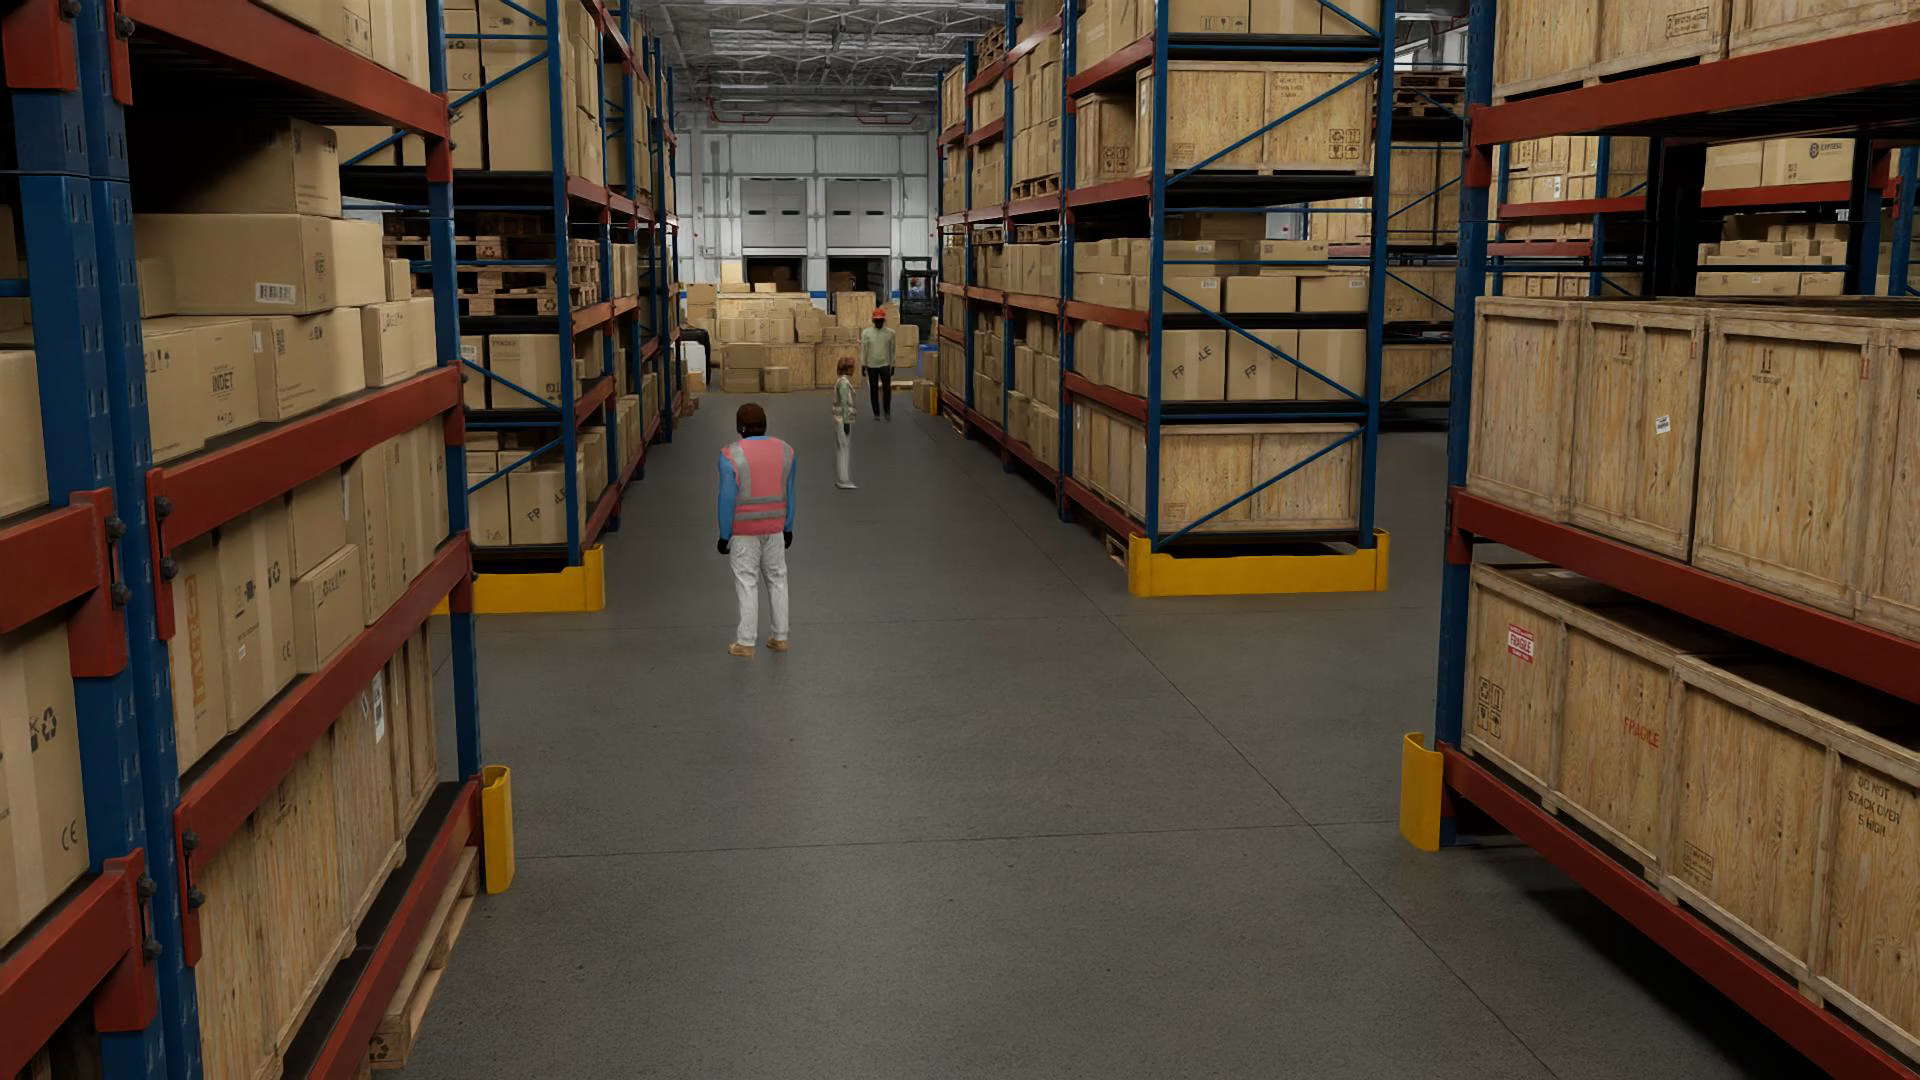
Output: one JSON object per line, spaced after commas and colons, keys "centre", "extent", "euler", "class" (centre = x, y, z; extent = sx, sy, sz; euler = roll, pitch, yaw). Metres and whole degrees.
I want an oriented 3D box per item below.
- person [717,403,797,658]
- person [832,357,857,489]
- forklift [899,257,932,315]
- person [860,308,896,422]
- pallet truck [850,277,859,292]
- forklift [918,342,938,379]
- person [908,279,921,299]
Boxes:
{"centre": [-1.480, -0.071, 12.007], "extent": [0.633, 1.839, 0.429], "euler": [-7, 12, -36], "class": "person"}
{"centre": [-1.429, -1.454, 20.649], "extent": [0.310, 1.636, 0.523], "euler": [-1, 10, -6], "class": "person"}
{"centre": [-1.335, -7.260, 50.832], "extent": [1.129, 2.768, 1.873], "euler": [-2, 10, -10], "class": "forklift"}
{"centre": [-1.411, -3.022, 28.791], "extent": [0.630, 1.965, 0.779], "euler": [-1, 10, -5], "class": "person"}
{"centre": [-3.782, -9.391, 65.808], "extent": [1.885, 1.965, 0.823], "euler": [2, 10, 10], "class": "pallet truck"}
{"centre": [0.123, -4.276, 33.457], "extent": [1.873, 2.768, 1.129], "euler": [-1, 10, -7], "class": "forklift"}
{"centre": [-1.907, -9.388, 66.070], "extent": [0.930, 1.896, 0.574], "euler": [8, 12, 38], "class": "person"}
